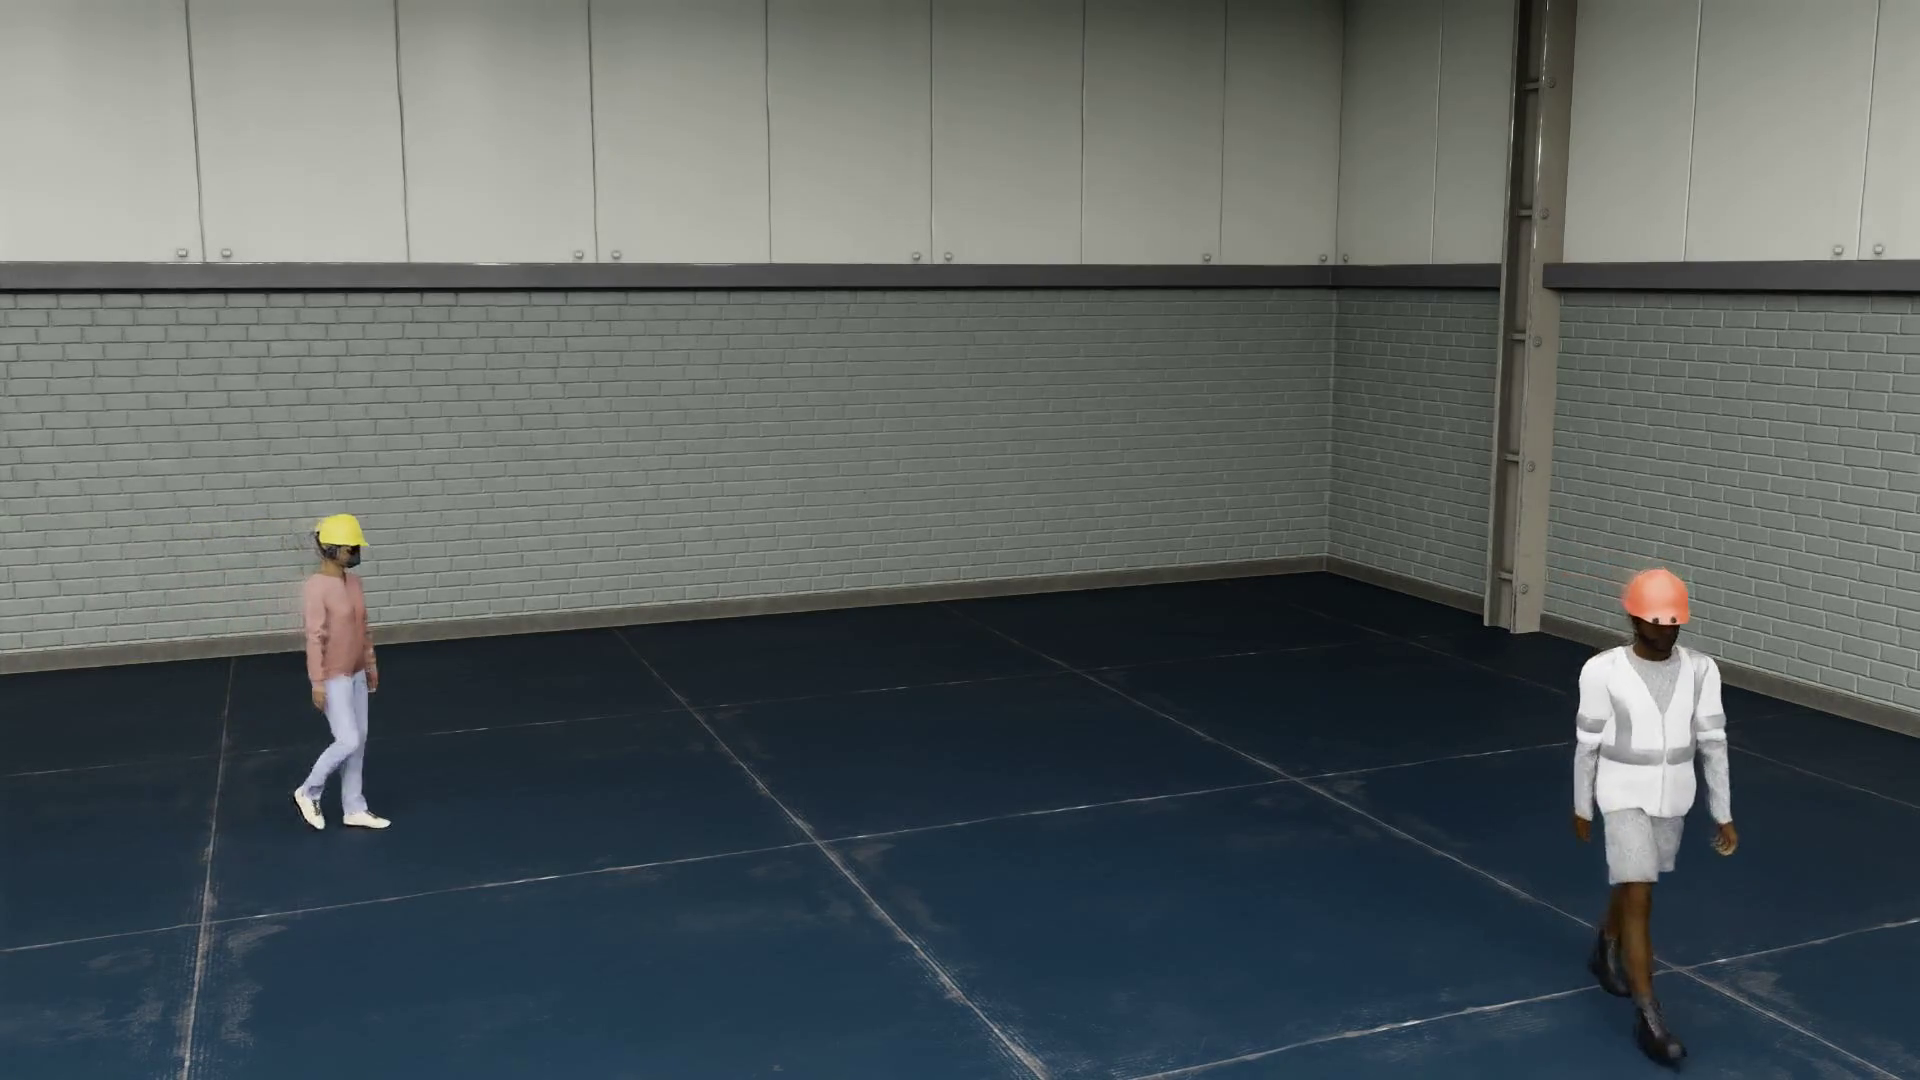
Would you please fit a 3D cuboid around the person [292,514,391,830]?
[{"bbox_3d":[-3.354,0.729,8.998,0.393,1.752,0.551,1,9,9],"label":"person"}]

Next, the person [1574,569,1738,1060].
[{"bbox_3d":[2.765,1.040,6.691,0.562,1.891,0.986,0,9,-3],"label":"person"}]
